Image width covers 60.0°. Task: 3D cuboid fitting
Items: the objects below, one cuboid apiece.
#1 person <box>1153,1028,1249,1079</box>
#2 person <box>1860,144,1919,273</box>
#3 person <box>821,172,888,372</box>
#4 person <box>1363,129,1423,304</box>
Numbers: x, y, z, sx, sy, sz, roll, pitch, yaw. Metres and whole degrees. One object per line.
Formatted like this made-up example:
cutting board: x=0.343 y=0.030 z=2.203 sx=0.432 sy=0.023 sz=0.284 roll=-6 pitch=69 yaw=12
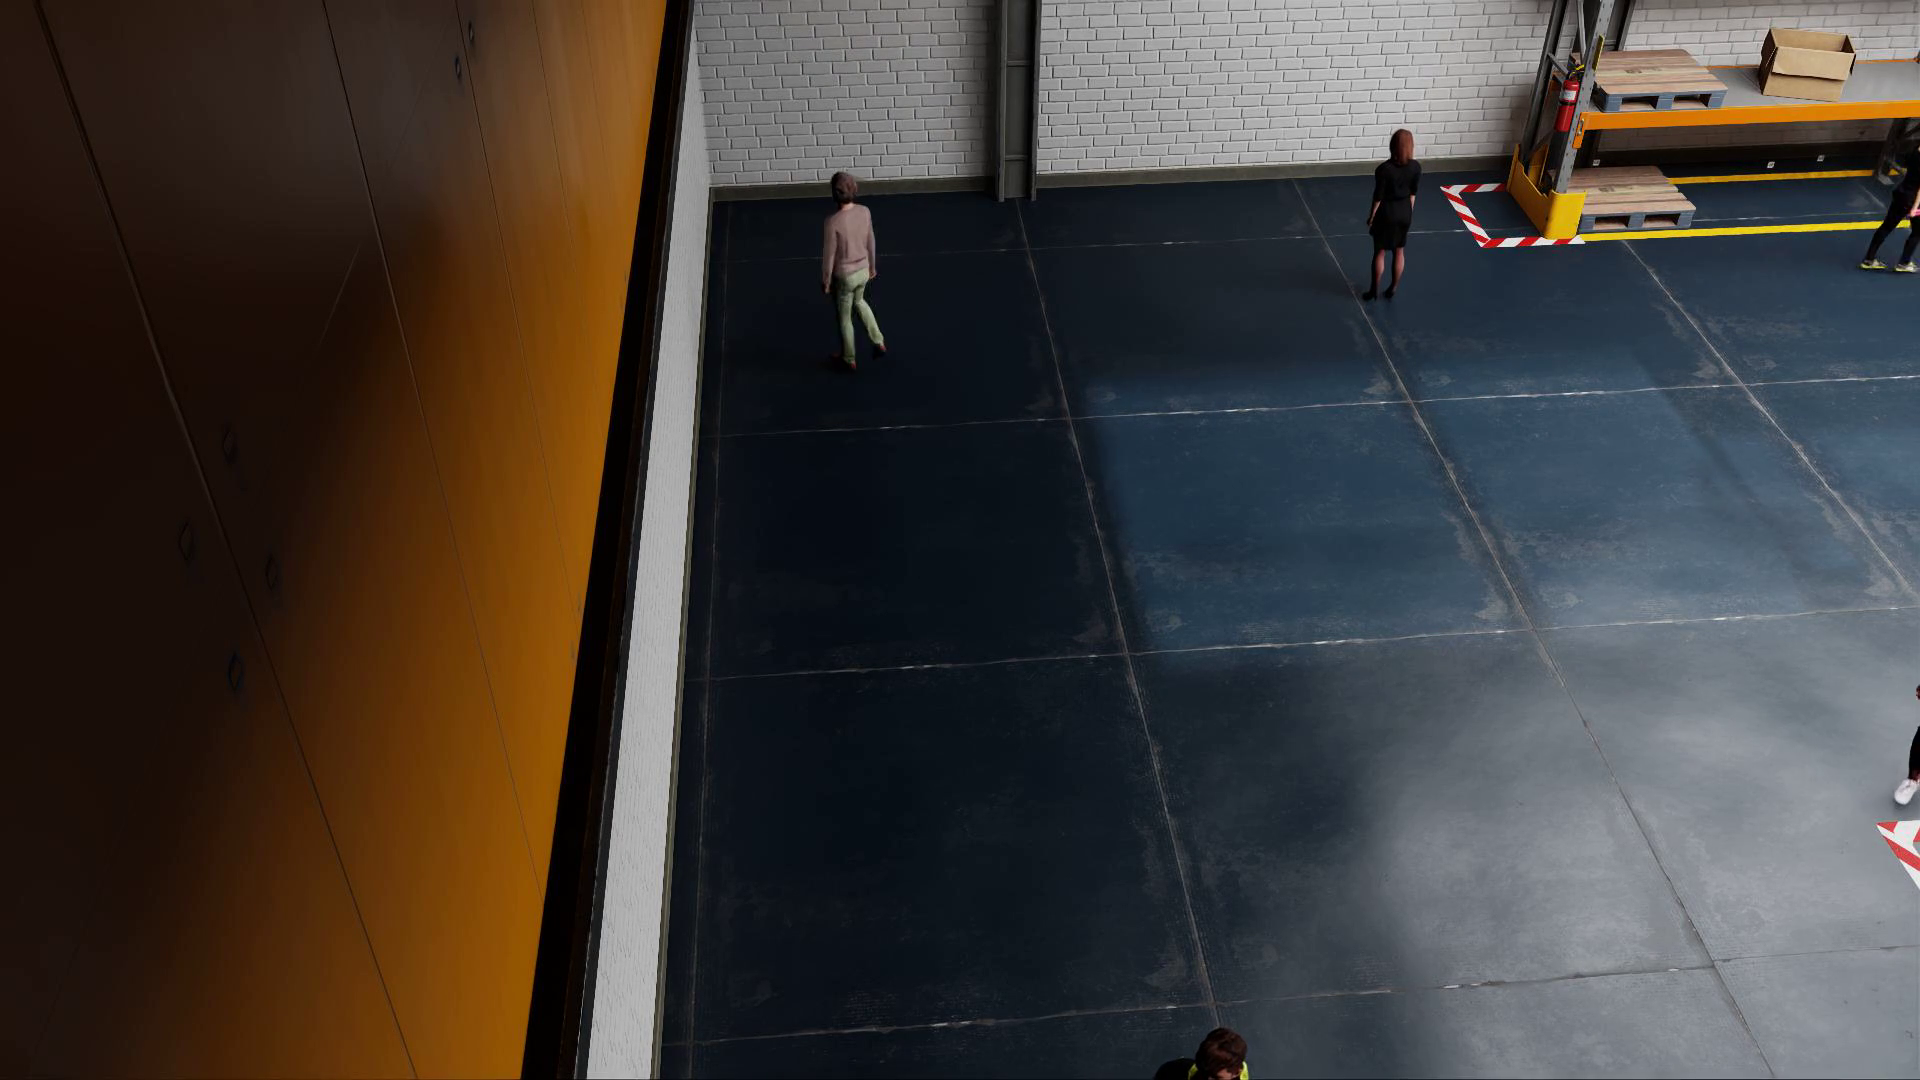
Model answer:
person: x=1.140 y=2.910 z=7.741 sx=0.818 sy=1.983 sz=0.930 roll=20 pitch=43 yaw=23
person: x=8.964 y=-3.244 z=15.806 sx=0.755 sy=1.535 sz=0.561 roll=-2 pitch=39 yaw=-3
person: x=-0.892 y=-2.237 z=14.286 sx=0.957 sy=1.859 sz=0.902 roll=31 pitch=48 yaw=33
person: x=3.985 y=-2.967 z=15.324 sx=0.452 sy=1.704 sz=0.658 roll=-5 pitch=39 yaw=-7
